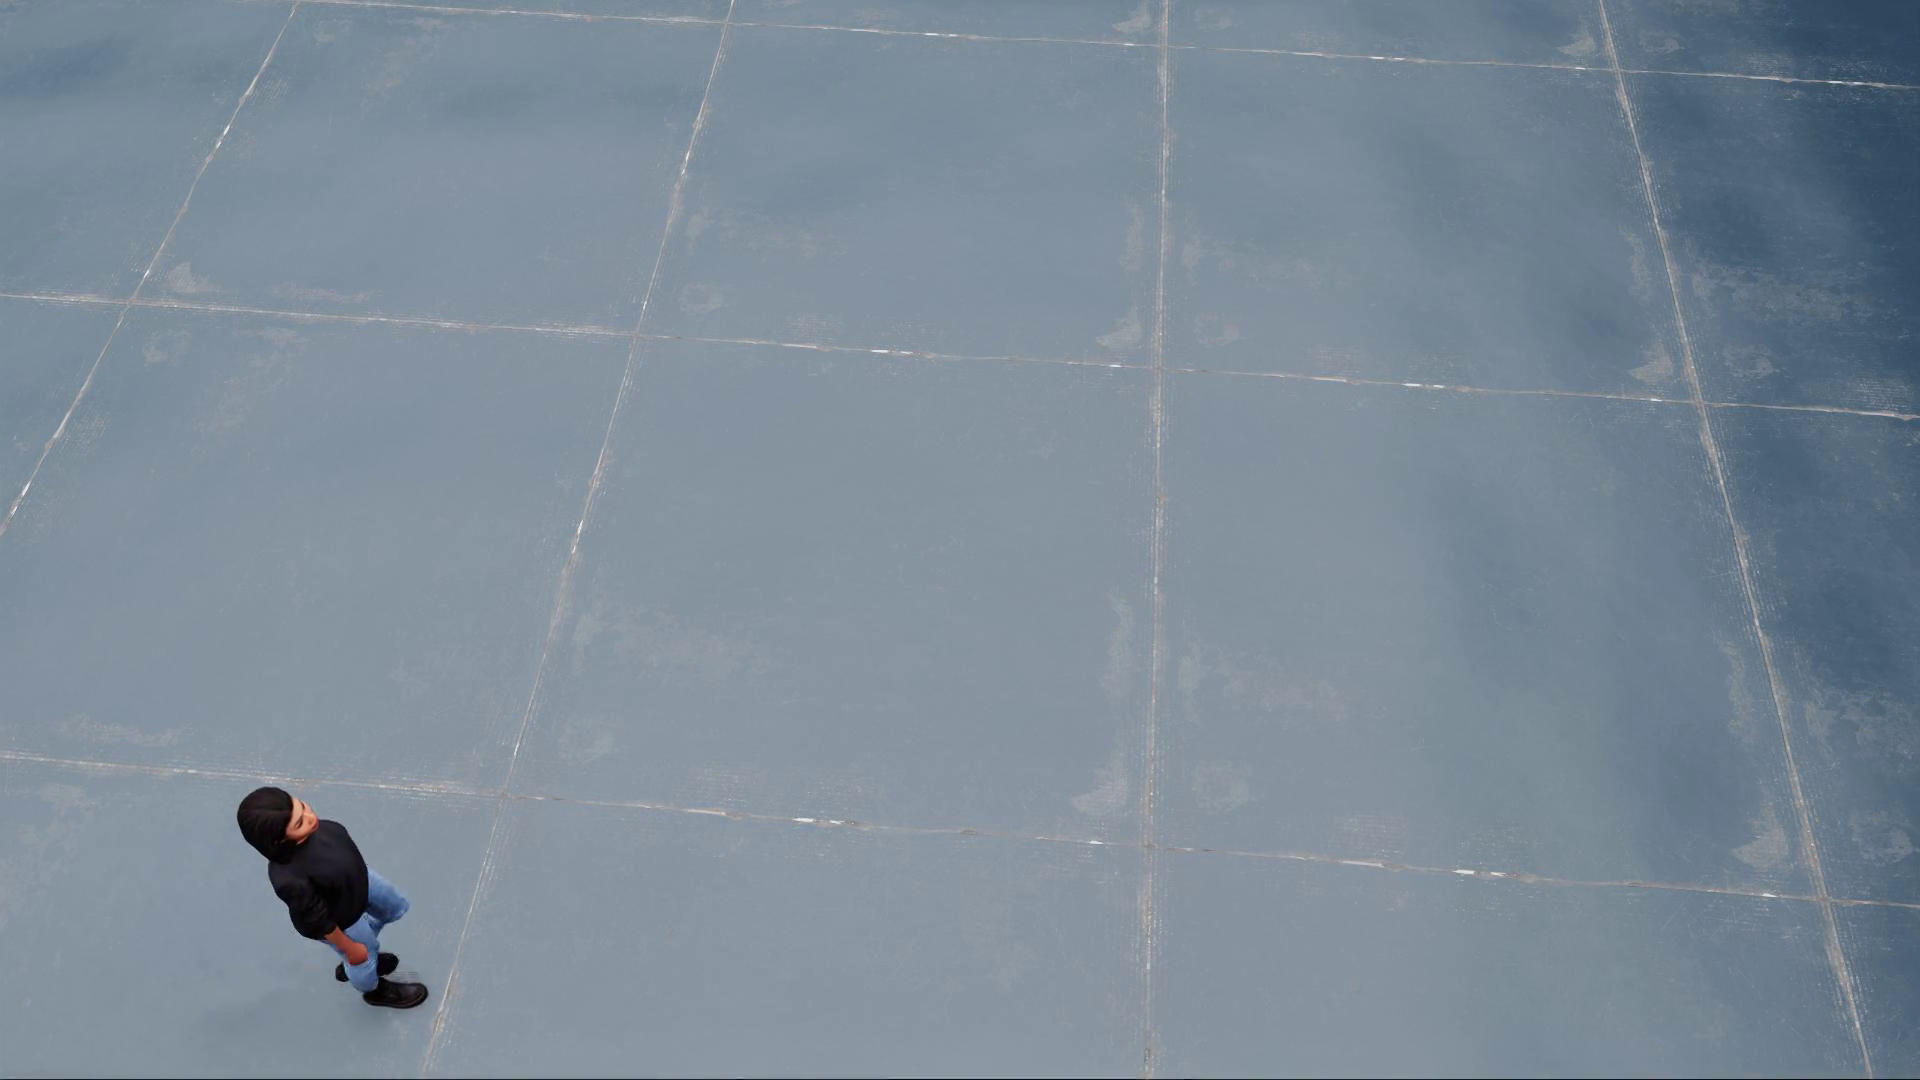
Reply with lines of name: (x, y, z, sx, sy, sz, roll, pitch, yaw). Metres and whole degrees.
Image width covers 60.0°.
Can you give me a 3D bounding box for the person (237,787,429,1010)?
person: (-2.503, 1.431, 6.458, 0.712, 1.688, 0.660, -10, 53, -8)
